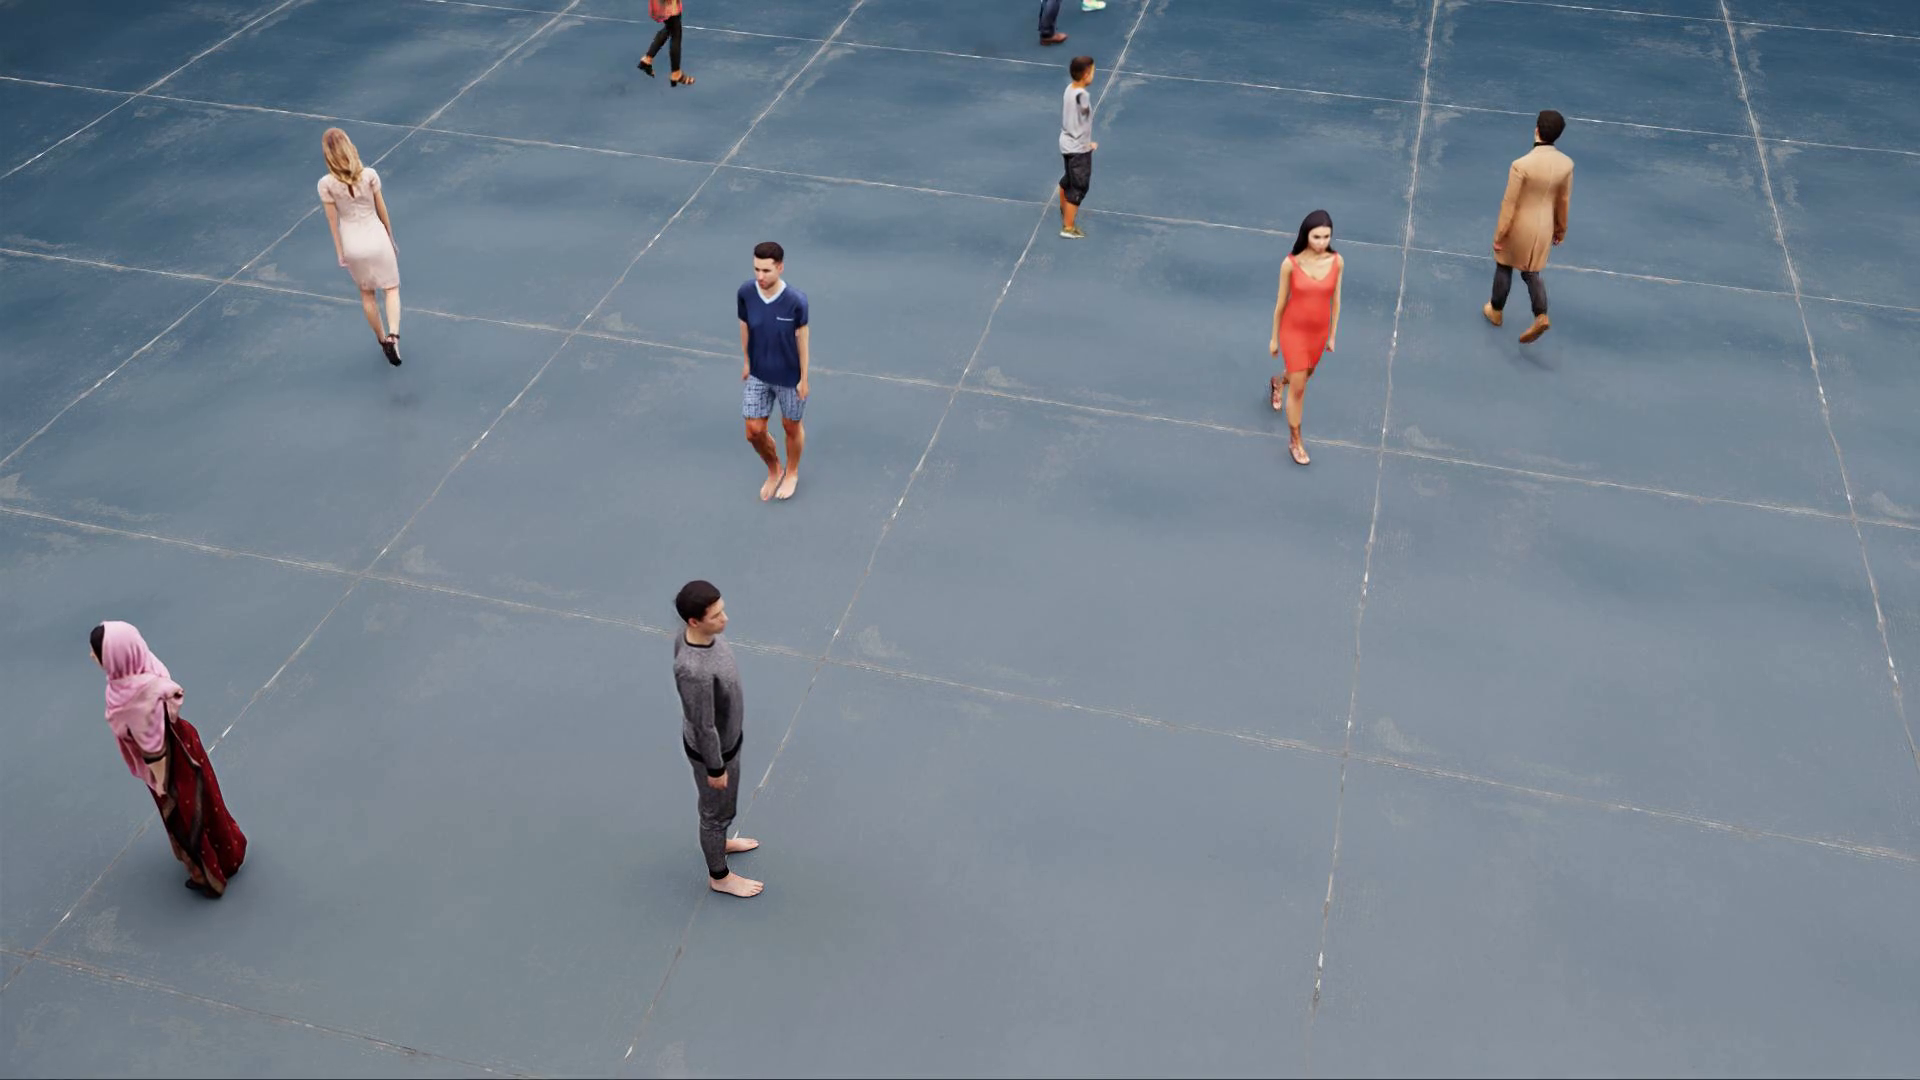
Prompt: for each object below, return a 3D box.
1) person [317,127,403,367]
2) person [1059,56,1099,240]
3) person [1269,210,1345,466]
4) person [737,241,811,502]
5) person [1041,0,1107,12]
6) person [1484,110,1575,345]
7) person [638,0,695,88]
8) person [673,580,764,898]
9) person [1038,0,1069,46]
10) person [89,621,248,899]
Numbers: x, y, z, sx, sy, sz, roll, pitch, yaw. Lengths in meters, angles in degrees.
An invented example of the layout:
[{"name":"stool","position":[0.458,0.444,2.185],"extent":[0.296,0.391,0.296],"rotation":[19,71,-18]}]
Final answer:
[{"name":"person","position":[-4.132,-1.975,11.607],"extent":[0.841,1.816,0.961],"rotation":[-11,39,-14]},{"name":"person","position":[0.942,-3.299,13.605],"extent":[0.967,1.439,0.877],"rotation":[-15,41,-19]},{"name":"person","position":[2.245,-1.398,10.971],"extent":[0.895,1.692,1.154],"rotation":[-7,39,-8]},{"name":"person","position":[-1.122,-1.099,10.472],"extent":[0.633,1.835,0.609],"rotation":[9,39,11]},{"name":"person","position":[1.182,-6.296,17.240],"extent":[1.020,1.681,1.033],"rotation":[-13,40,-16]},{"name":"person","position":[4.135,-2.204,11.996],"extent":[0.921,1.696,1.110],"rotation":[-6,38,-7]},{"name":"person","position":[-2.852,-5.077,15.674],"extent":[0.891,1.692,0.839],"rotation":[-16,41,-20]},{"name":"person","position":[-1.175,0.923,7.880],"extent":[0.817,1.844,0.627],"rotation":[-4,38,-6]},{"name":"person","position":[0.862,-5.849,16.508],"extent":[0.915,1.880,0.883],"rotation":[-23,44,-27]},{"name":"person","position":[-3.783,1.006,7.946],"extent":[0.841,1.633,0.765],"rotation":[-17,41,-20]}]
